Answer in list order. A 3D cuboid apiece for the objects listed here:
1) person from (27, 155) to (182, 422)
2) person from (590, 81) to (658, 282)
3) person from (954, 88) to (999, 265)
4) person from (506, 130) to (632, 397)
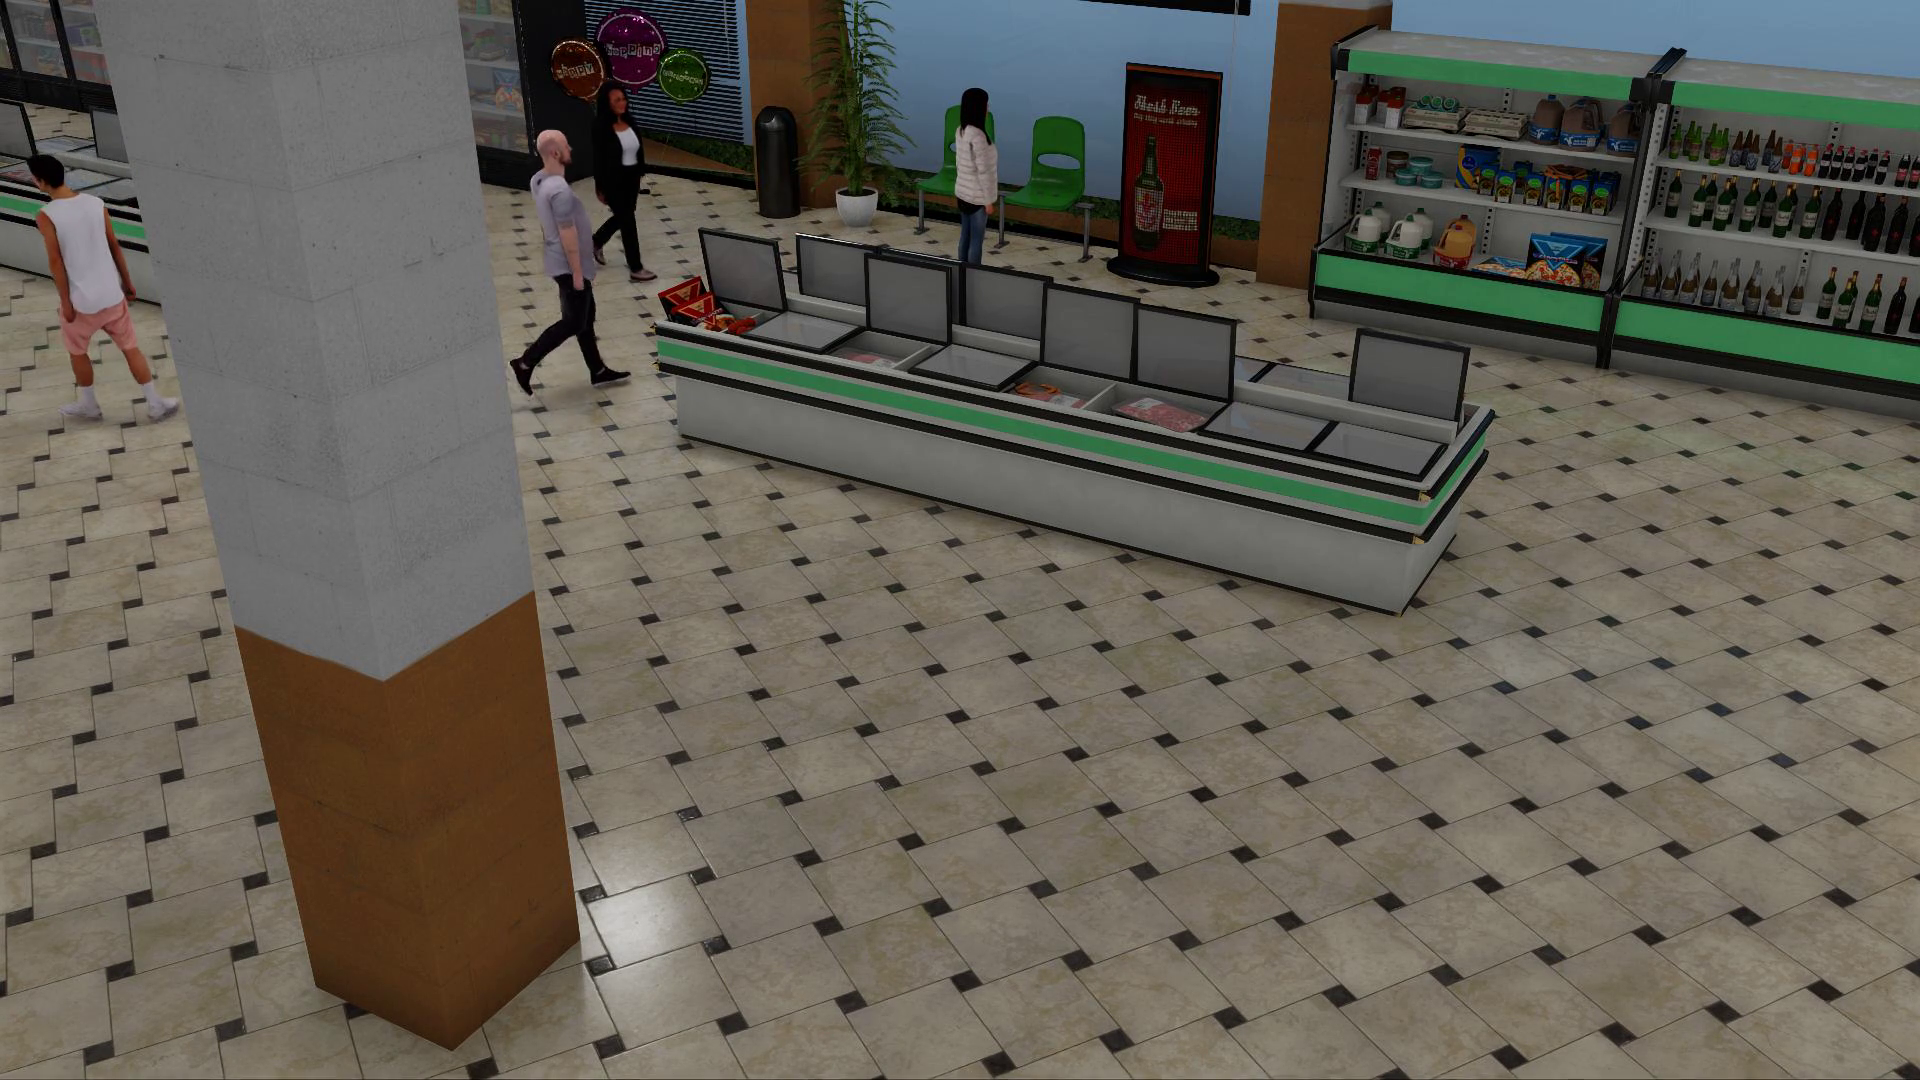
[{"bbox_3d":[-5.567,-1.586,10.757,0.865,1.747,0.791,21,34,36],"label":"person"},{"bbox_3d":[-2.843,-2.917,13.548,1.005,1.596,0.655,13,30,25],"label":"person"},{"bbox_3d":[0.111,-2.755,13.183,0.762,1.638,0.664,-13,30,-23],"label":"person"},{"bbox_3d":[-2.702,-1.807,11.119,1.107,1.813,1.163,-14,30,-26],"label":"person"}]
